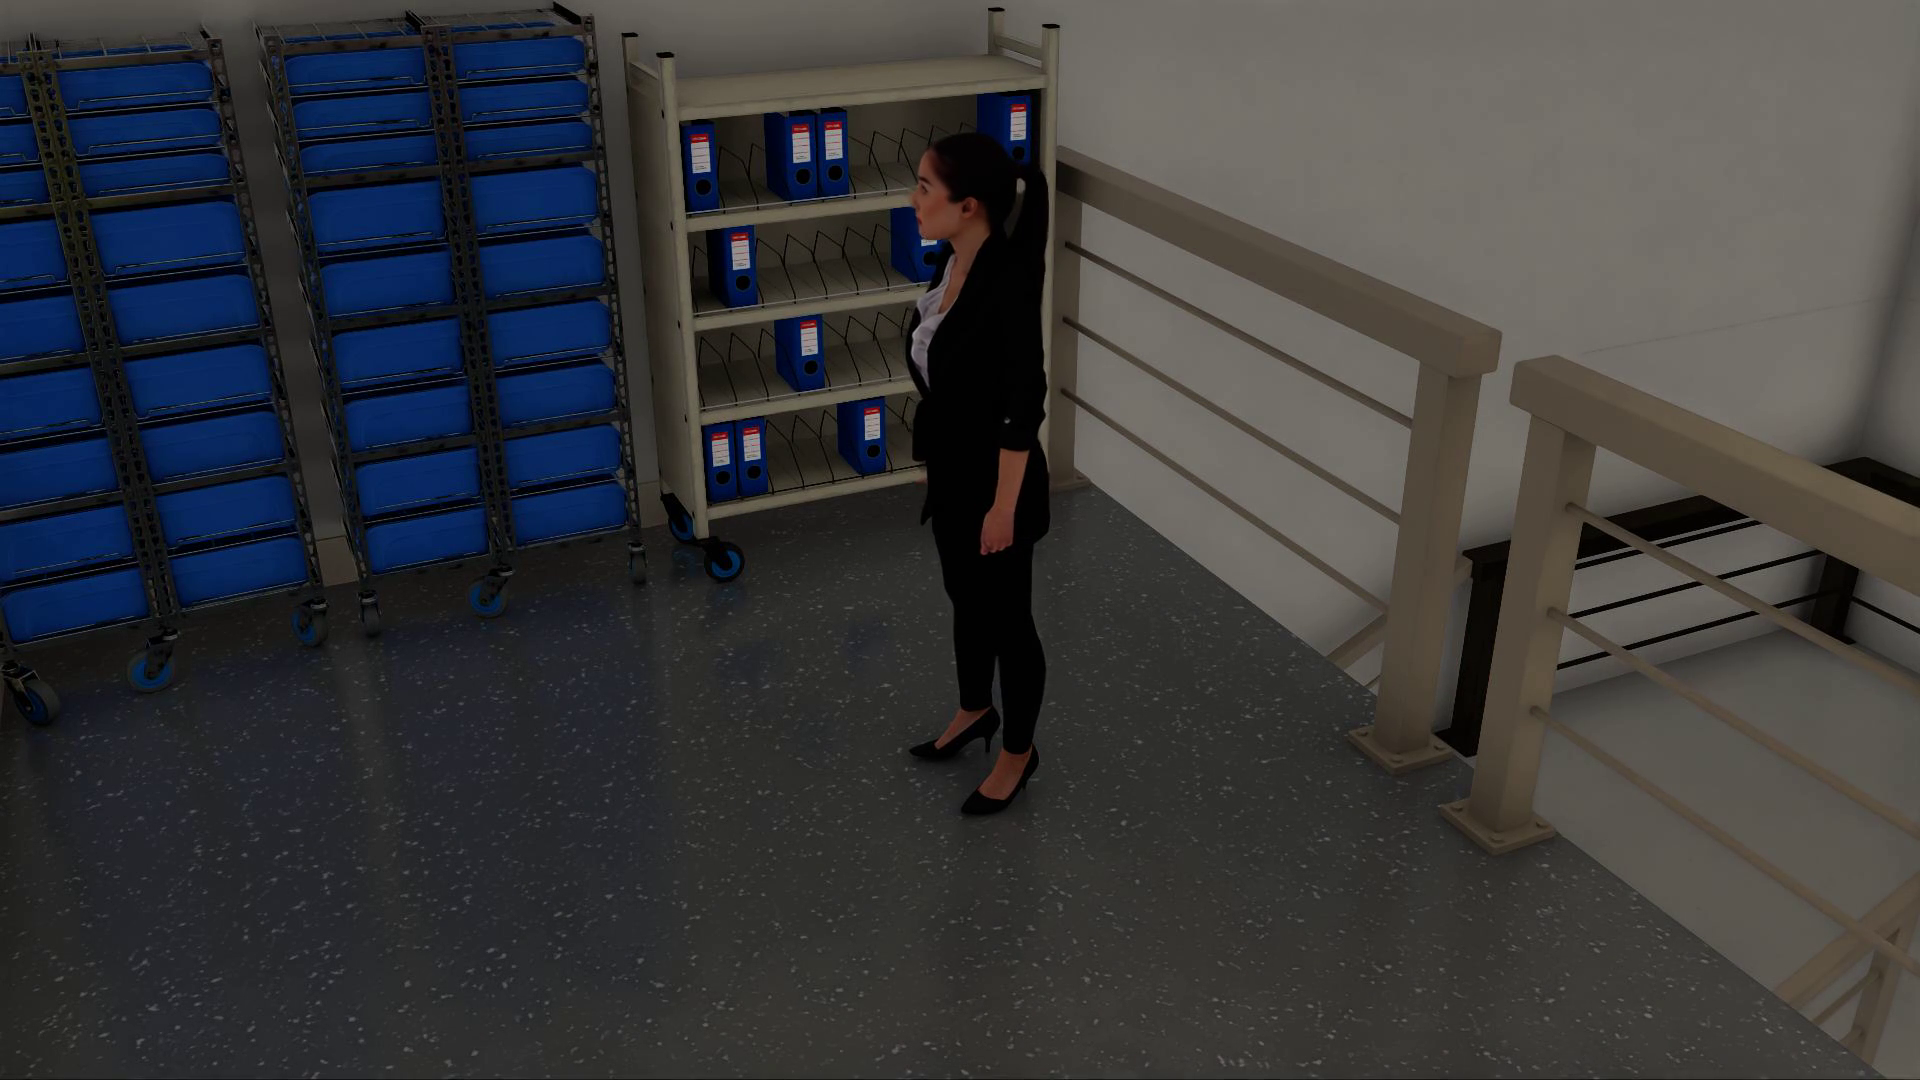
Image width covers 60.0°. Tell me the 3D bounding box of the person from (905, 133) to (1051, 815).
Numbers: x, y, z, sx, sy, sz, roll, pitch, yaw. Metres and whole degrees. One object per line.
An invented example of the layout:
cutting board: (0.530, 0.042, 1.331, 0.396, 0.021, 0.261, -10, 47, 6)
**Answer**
person: (0.059, -0.132, 3.915, 0.533, 1.660, 0.591, -10, 28, -21)
